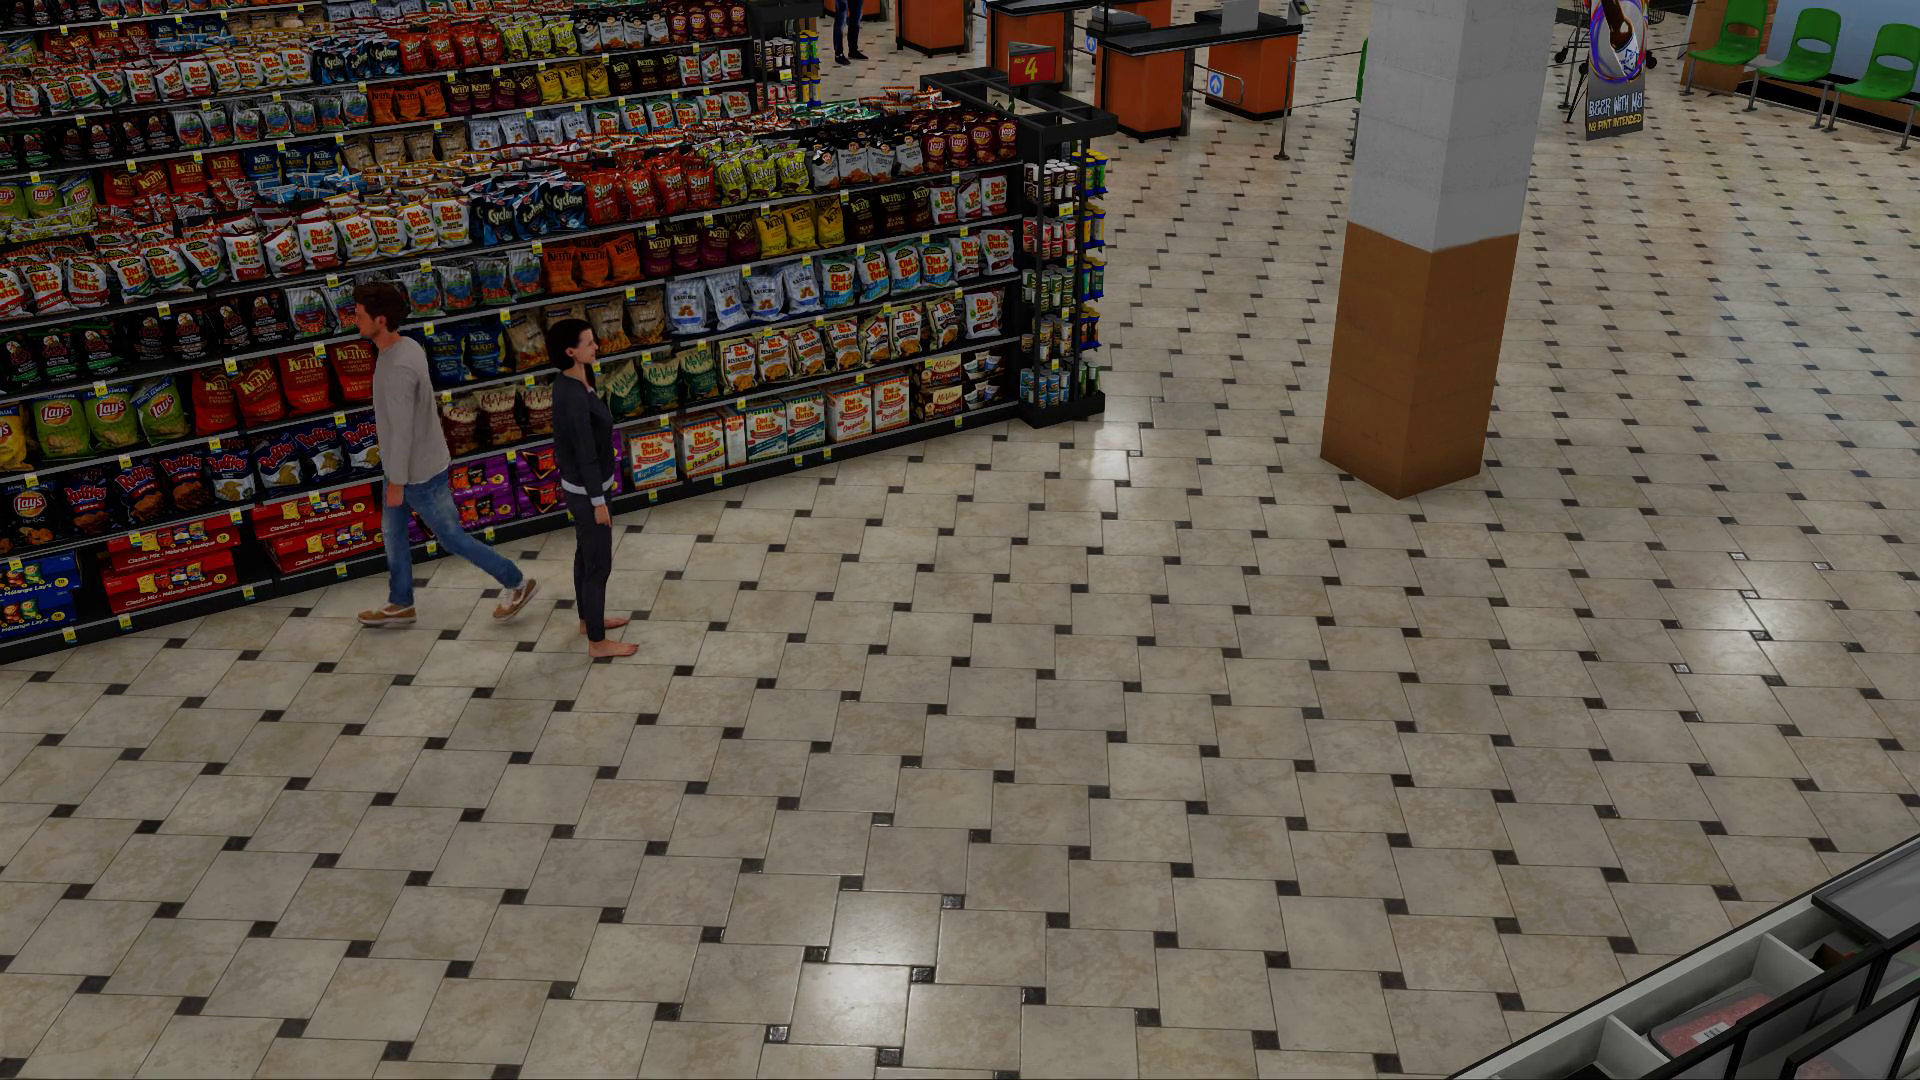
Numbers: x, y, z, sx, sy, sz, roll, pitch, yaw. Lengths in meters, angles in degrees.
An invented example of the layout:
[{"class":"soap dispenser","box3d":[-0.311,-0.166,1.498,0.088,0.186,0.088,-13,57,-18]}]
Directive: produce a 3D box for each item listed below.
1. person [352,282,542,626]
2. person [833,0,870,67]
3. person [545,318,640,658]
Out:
[{"class":"person","box3d":[-2.627,-0.373,8.339,1.198,1.867,0.769,-11,30,-19]},{"class":"person","box3d":[-1.326,-6.639,19.859,0.851,1.824,0.668,21,35,33]},{"class":"person","box3d":[-1.848,-0.263,8.239,0.562,1.768,0.647,-10,30,-18]}]
